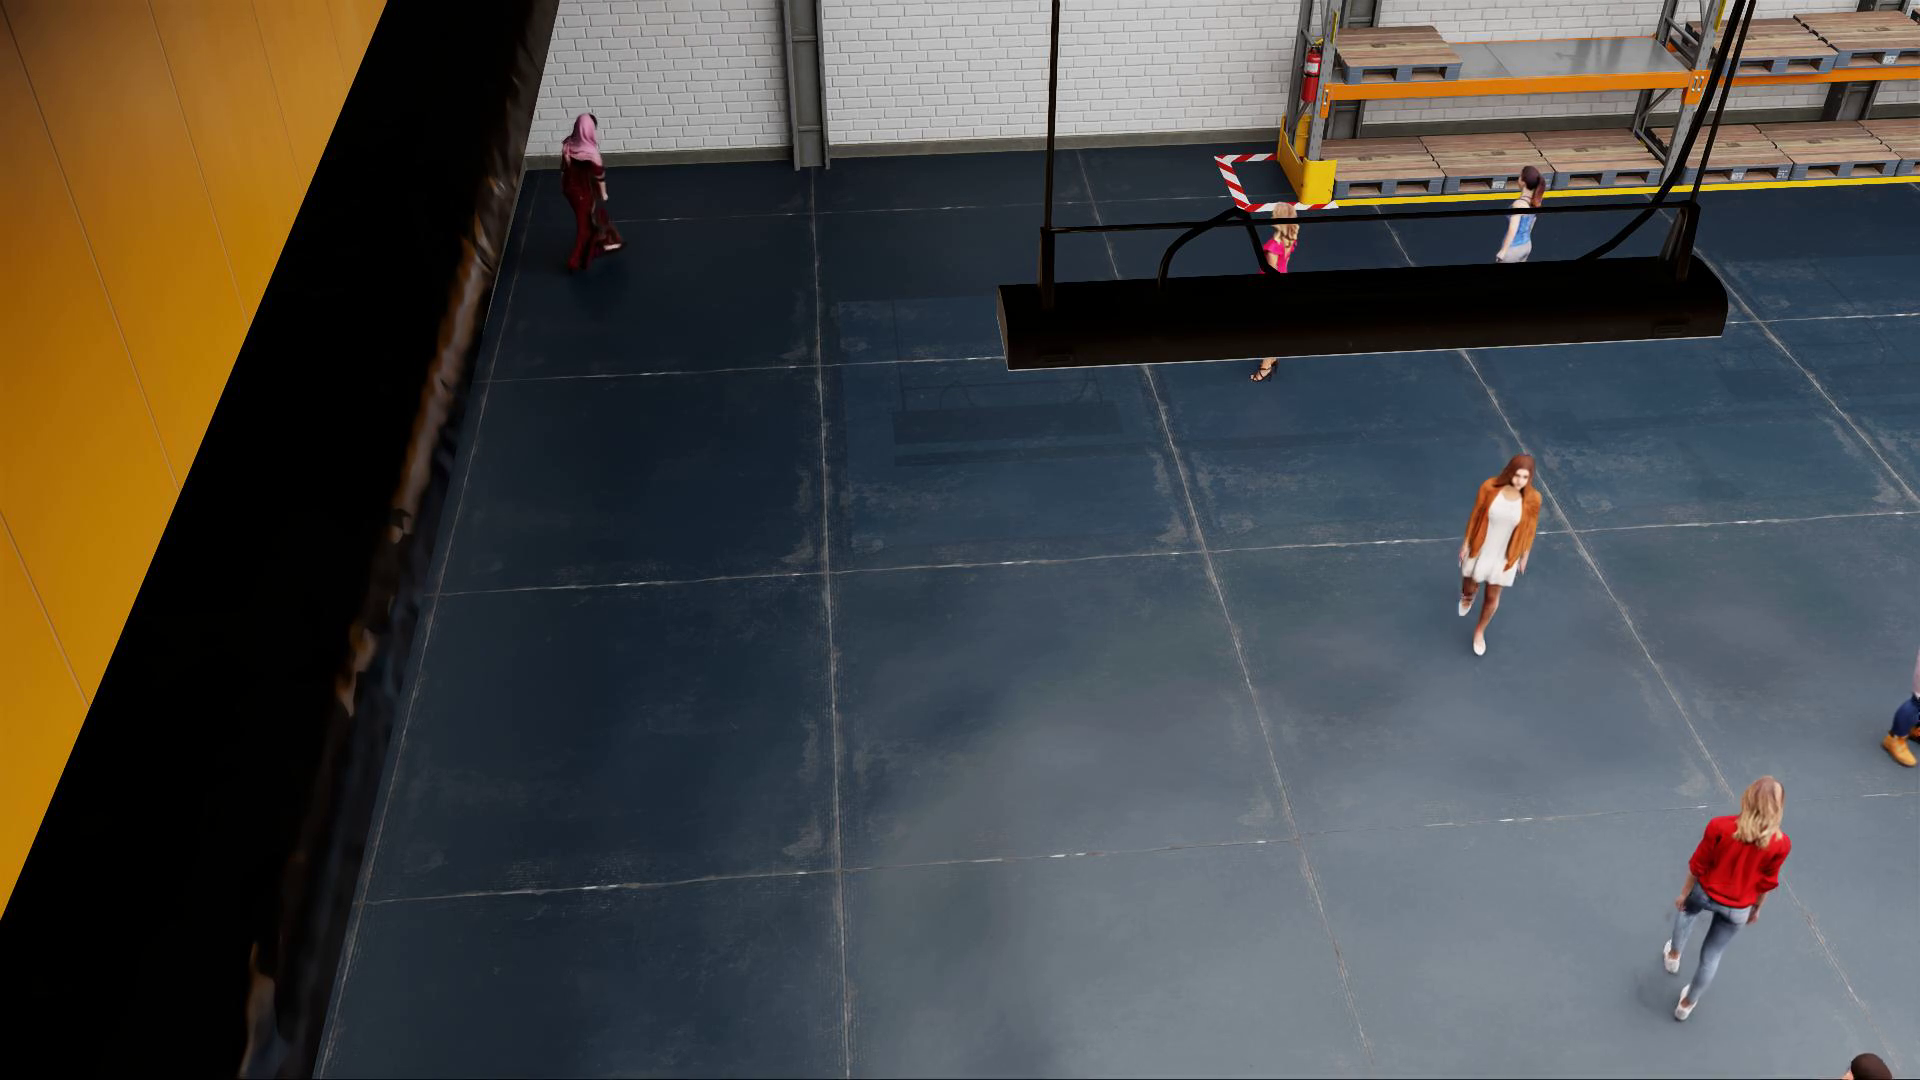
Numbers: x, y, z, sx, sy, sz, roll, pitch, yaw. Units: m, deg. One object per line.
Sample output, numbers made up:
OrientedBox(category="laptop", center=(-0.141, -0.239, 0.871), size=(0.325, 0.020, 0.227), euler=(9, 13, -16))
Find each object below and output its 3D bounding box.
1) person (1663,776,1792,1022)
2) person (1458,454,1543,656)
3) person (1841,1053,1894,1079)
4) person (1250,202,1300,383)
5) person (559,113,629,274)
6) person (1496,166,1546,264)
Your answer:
OrientedBox(category="person", center=(4.285, 2.063, 9.397), size=(0.845, 1.674, 0.877), euler=(16, 41, 19))
OrientedBox(category="person", center=(3.835, 0.023, 11.924), size=(0.821, 1.707, 0.848), euler=(13, 40, 15))
OrientedBox(category="person", center=(4.424, 2.997, 8.528), size=(0.641, 1.299, 0.577), euler=(29, 47, 31))
OrientedBox(category="person", center=(2.787, -2.195, 14.684), size=(0.706, 1.729, 0.662), euler=(22, 44, 25))
OrientedBox(category="person", center=(-3.743, -3.367, 16.264), size=(0.977, 1.588, 1.065), euler=(24, 45, 27))
OrientedBox(category="person", center=(5.146, -2.710, 15.426), size=(0.624, 1.608, 0.709), euler=(-29, 47, -31))
